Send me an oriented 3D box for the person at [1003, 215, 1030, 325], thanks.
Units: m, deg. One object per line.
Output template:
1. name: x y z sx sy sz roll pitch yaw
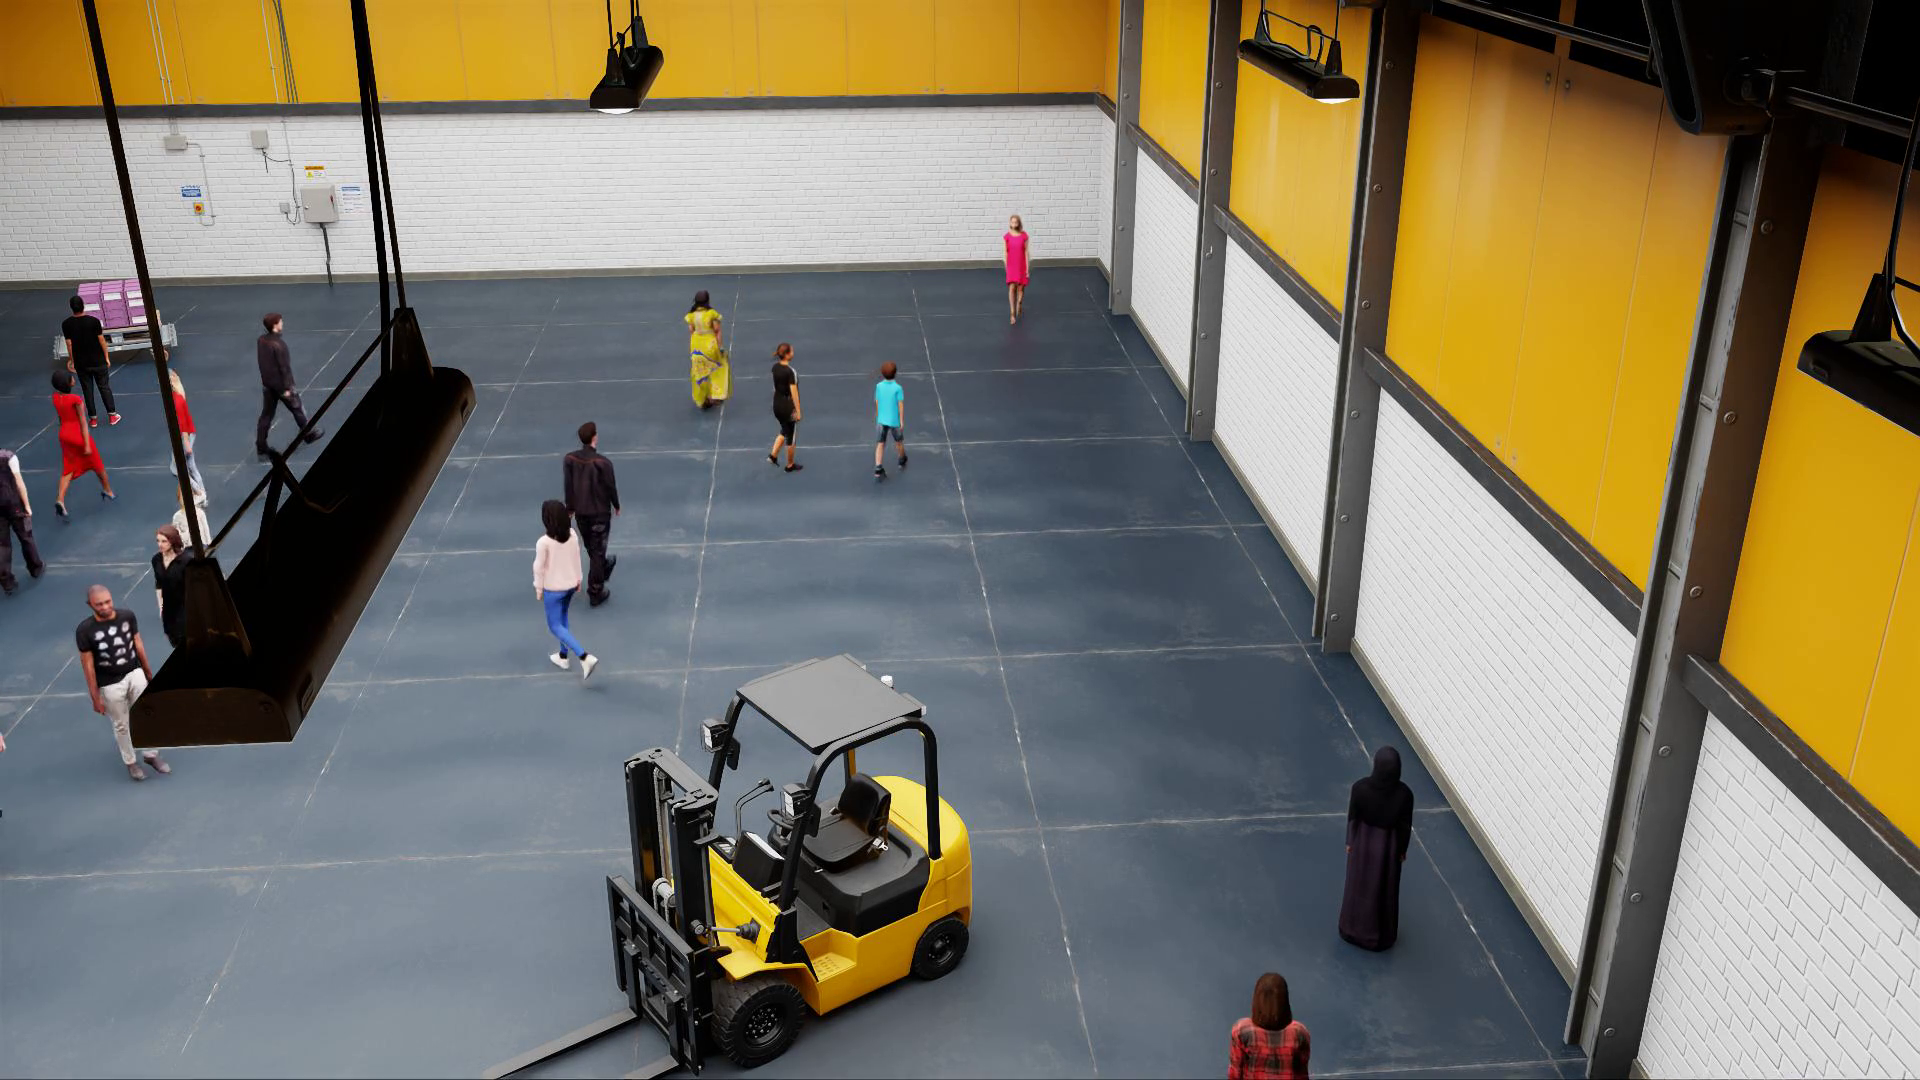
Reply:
1. person: 0.929 -4.363 26.610 0.683 1.696 1.041 1 24 2

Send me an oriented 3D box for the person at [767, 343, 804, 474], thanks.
1. person: -2.192 -1.593 20.323 0.837 1.658 0.785 -20 30 -38

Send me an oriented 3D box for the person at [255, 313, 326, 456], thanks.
1. person: -8.645 -1.912 20.884 1.135 1.792 1.311 12 26 25

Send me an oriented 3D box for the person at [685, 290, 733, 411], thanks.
1. person: -3.461 -2.547 22.521 0.887 1.645 0.993 7 24 15

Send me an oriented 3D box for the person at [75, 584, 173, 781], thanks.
1. person: -7.040 1.155 13.869 0.883 1.792 0.834 21 31 40

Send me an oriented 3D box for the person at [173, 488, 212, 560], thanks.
1. person: -7.815 0.059 16.981 0.540 1.307 0.595 -10 26 -22

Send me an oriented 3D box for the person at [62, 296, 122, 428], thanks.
1. person: -11.494 -2.368 21.968 0.695 1.759 0.677 -9 25 -21

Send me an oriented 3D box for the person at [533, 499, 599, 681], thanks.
1. person: -3.668 0.491 15.442 1.096 1.748 1.043 19 30 36

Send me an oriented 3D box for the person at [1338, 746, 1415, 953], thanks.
1. person: 2.951 2.160 11.795 0.686 1.611 0.707 8 25 17

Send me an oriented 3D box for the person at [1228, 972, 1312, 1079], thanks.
1. person: 1.711 3.216 9.289 0.742 1.683 0.903 4 24 10

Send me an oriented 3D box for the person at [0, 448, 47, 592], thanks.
1. person: -9.919 -0.325 17.211 0.744 1.827 1.038 -5 24 -12

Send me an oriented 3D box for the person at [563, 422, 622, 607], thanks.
1. person: -3.781 -0.234 16.945 0.978 1.871 1.207 7 25 16

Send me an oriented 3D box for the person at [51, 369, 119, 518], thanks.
1. person: -10.215 -1.070 19.074 0.843 1.699 1.192 6 24 13

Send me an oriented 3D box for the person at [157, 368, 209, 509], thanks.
1. person: -8.935 -1.173 19.324 0.765 1.688 0.633 -12 26 -25

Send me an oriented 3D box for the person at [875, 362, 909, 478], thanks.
1. person: -0.894 -1.447 20.293 0.815 1.414 1.032 8 25 18
